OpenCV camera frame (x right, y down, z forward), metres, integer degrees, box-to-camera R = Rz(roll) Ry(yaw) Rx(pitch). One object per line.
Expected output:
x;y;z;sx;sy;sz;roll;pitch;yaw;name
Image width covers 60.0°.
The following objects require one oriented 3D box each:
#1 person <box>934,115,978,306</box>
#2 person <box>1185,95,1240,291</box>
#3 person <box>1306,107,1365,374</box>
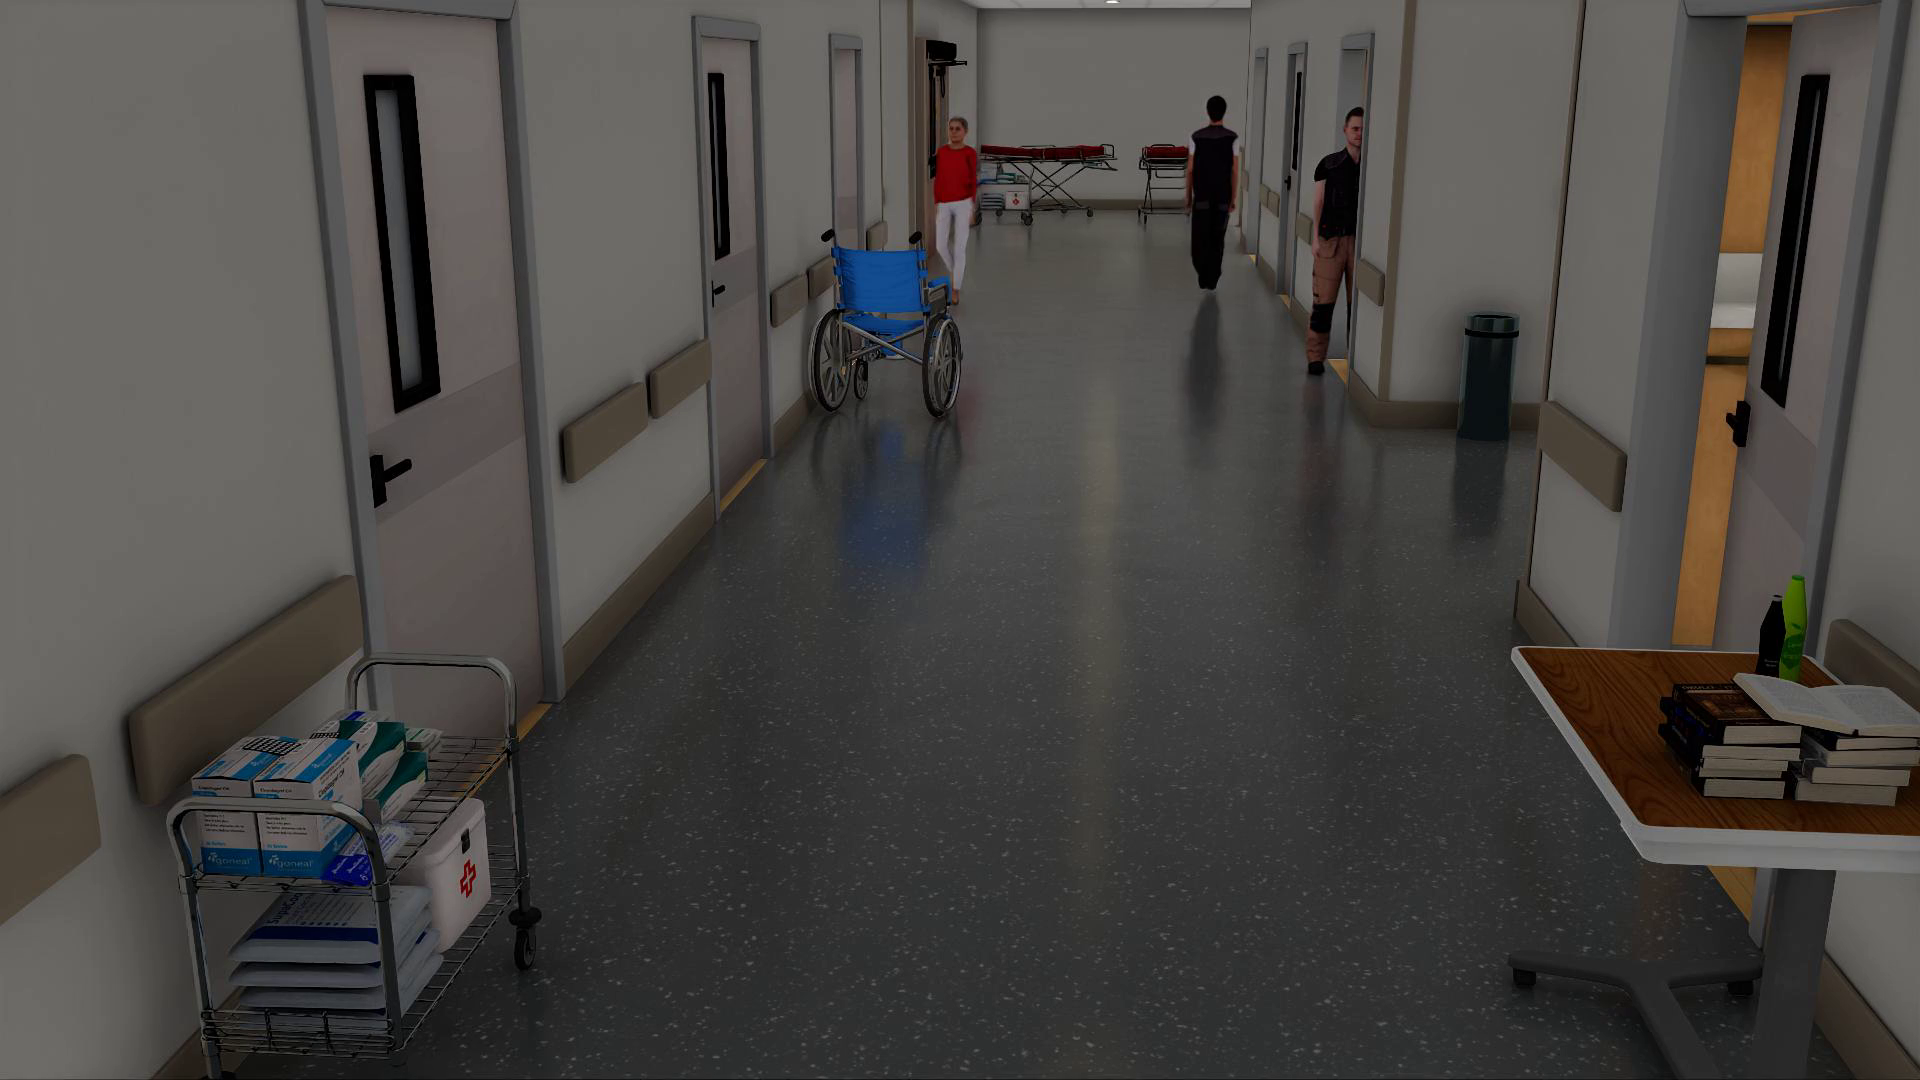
-0.025;-3.003;15.171;0.612;1.685;0.715;4;16;14;person
2.402;-3.250;15.789;0.667;1.824;1.055;2;16;8;person
2.710;-2.094;11.662;0.672;1.840;0.582;1;16;2;person
